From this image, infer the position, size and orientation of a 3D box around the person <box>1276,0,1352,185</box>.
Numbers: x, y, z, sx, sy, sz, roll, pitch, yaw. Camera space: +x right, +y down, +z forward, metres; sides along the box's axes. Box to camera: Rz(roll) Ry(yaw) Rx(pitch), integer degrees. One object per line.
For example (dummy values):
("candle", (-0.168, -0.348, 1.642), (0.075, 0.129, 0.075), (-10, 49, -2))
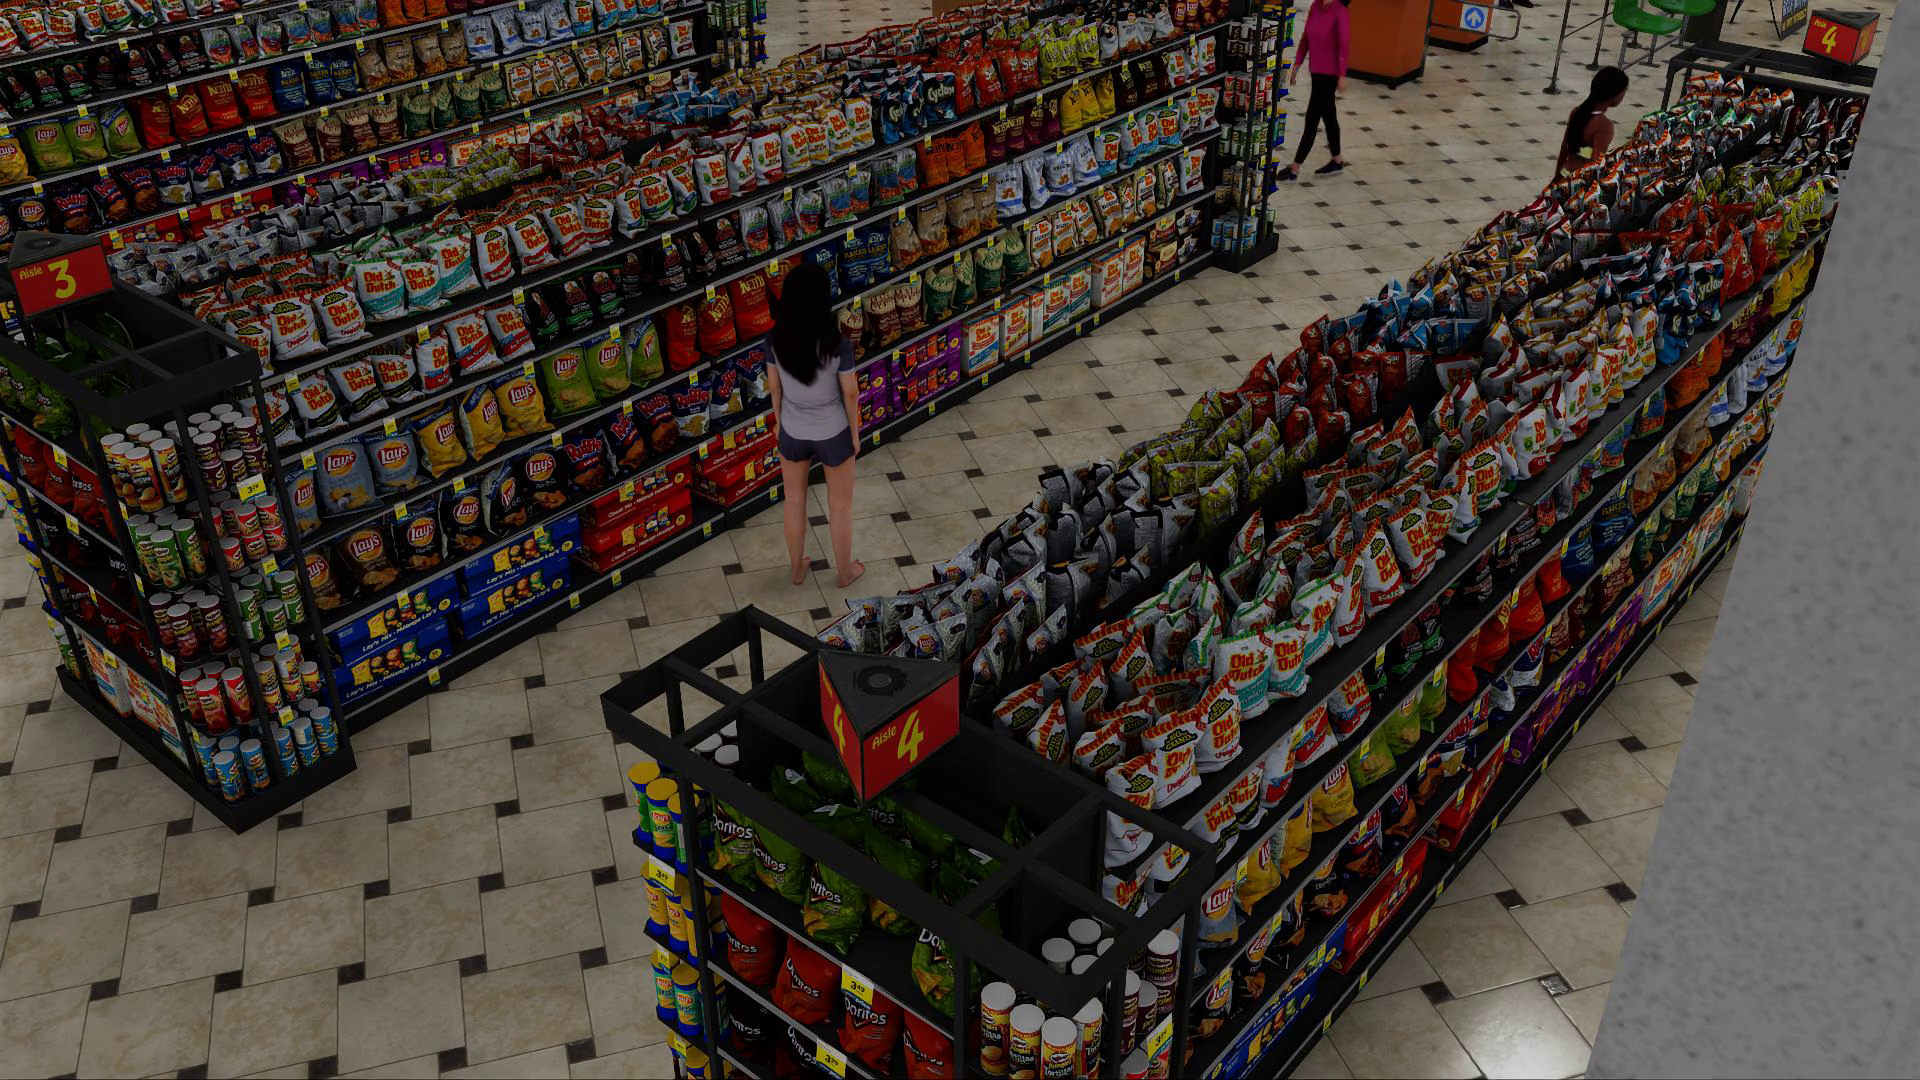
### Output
("person", (2.934, -3.639, 13.011), (1.067, 1.669, 0.870), (-12, 34, -18))

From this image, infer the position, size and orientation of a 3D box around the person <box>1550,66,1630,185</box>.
("person", (3.773, -2.087, 10.472), (1.145, 1.716, 0.999), (-14, 34, -21))

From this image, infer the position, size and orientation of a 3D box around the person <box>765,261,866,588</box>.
("person", (-0.701, -0.535, 7.987), (0.675, 1.706, 0.681), (6, 32, 10))

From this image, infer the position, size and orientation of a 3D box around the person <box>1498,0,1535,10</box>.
("person", (6.021, -6.585, 17.604), (0.675, 1.820, 0.809), (-11, 34, -18))
